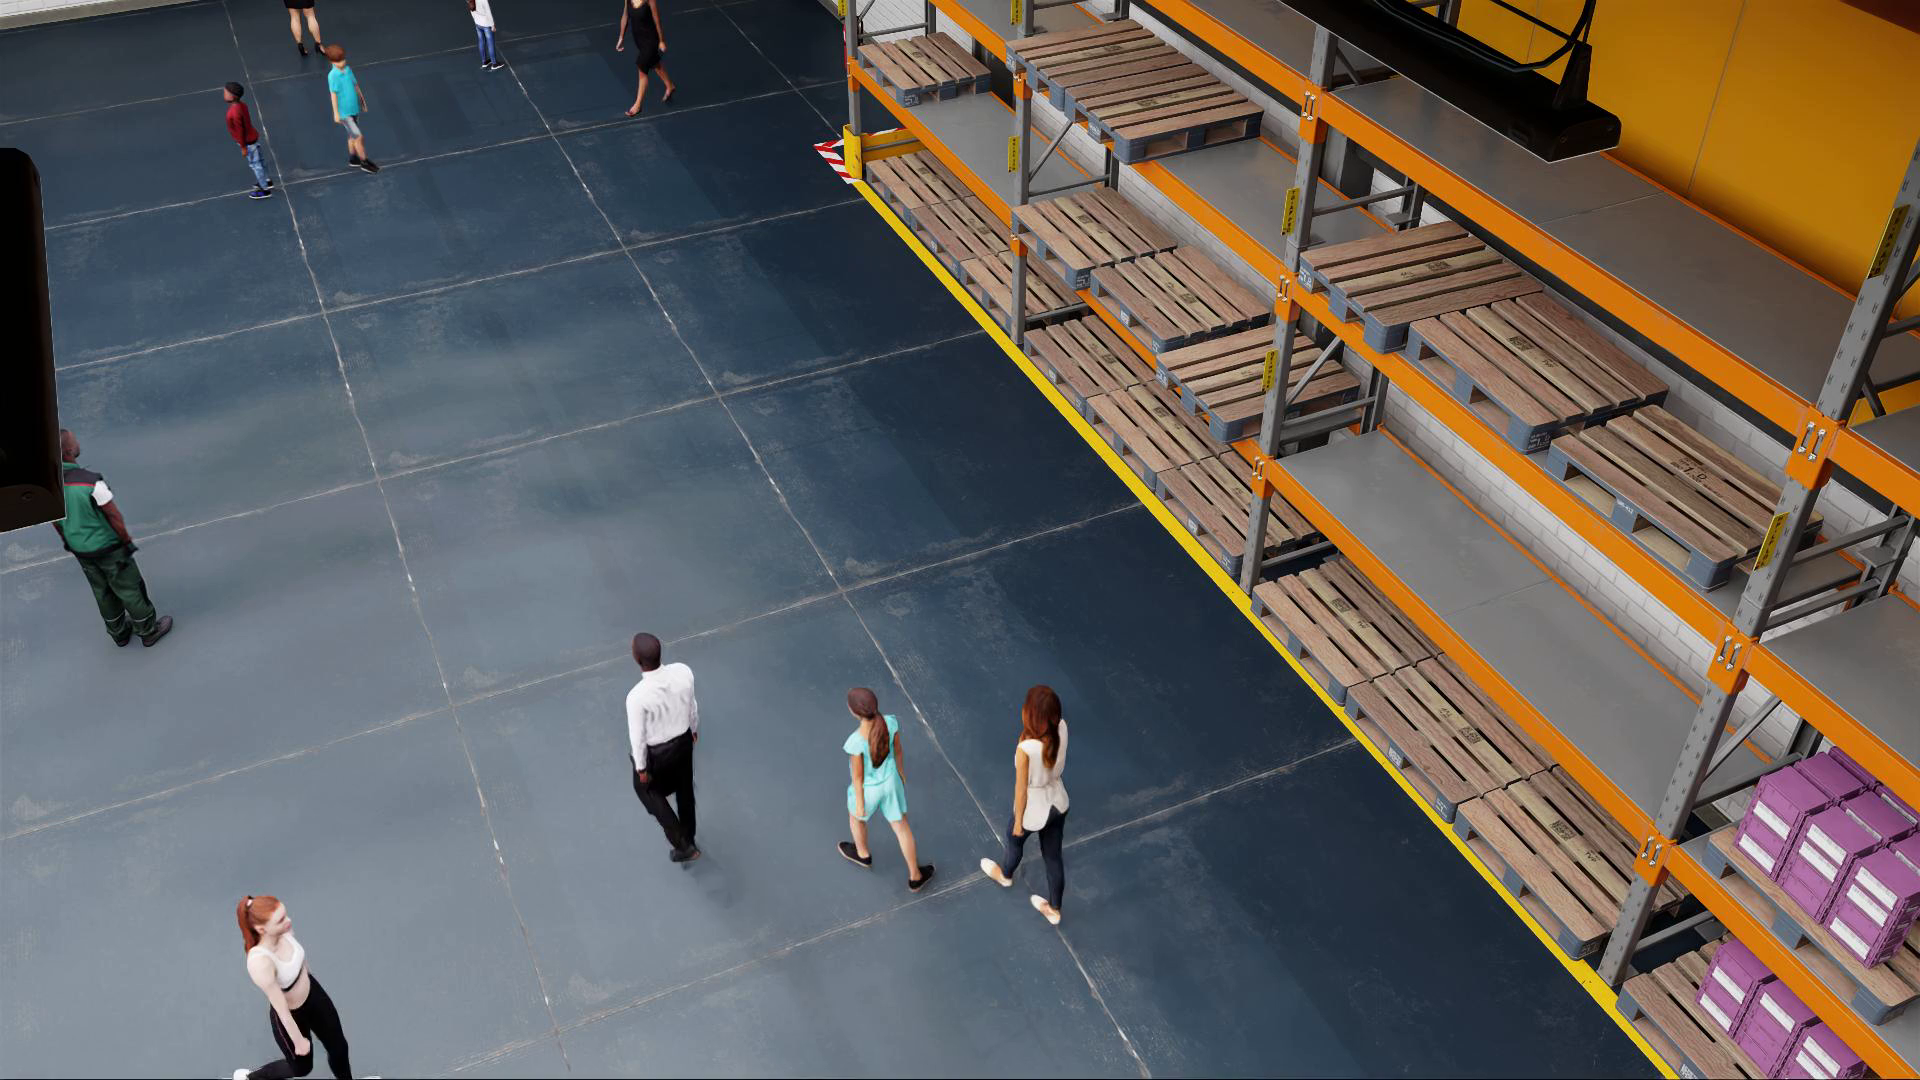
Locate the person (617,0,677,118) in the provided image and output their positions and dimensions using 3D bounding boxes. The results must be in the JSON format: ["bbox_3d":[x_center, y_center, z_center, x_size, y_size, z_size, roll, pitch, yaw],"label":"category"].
[{"bbox_3d":[-3.572,-5.801,19.278,1.128,1.680,0.983,26,46,29],"label":"person"}]

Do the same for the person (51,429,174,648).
[{"bbox_3d":[-6.160,0.011,11.873,0.788,1.839,0.800,4,39,5],"label":"person"}]

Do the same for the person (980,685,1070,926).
[{"bbox_3d":[0.543,1.643,9.895,0.749,1.758,0.952,-26,45,-29],"label":"person"}]

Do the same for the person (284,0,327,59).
[{"bbox_3d":[-8.194,-6.802,20.502,0.739,1.718,0.744,0,39,0],"label":"person"}]

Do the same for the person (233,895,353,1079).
[{"bbox_3d":[-3.601,2.519,8.827,0.945,1.722,1.042,0,39,0],"label":"person"}]

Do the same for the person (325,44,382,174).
[{"bbox_3d":[-6.736,-4.711,18.113,0.807,1.431,0.750,11,40,13],"label":"person"}]

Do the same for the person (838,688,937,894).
[{"bbox_3d":[-0.469,1.537,10.207,0.708,1.534,0.894,-20,43,-23],"label":"person"}]

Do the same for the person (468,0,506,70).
[{"bbox_3d":[-5.858,-6.365,20.440,0.529,1.111,0.597,19,42,22],"label":"person"}]

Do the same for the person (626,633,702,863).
[{"bbox_3d":[-1.758,1.345,10.211,0.751,1.828,0.814,-26,46,-29],"label":"person"}]

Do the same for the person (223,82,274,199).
[{"bbox_3d":[-7.582,-4.281,17.717,0.608,1.253,0.497,-6,39,-7],"label":"person"}]
